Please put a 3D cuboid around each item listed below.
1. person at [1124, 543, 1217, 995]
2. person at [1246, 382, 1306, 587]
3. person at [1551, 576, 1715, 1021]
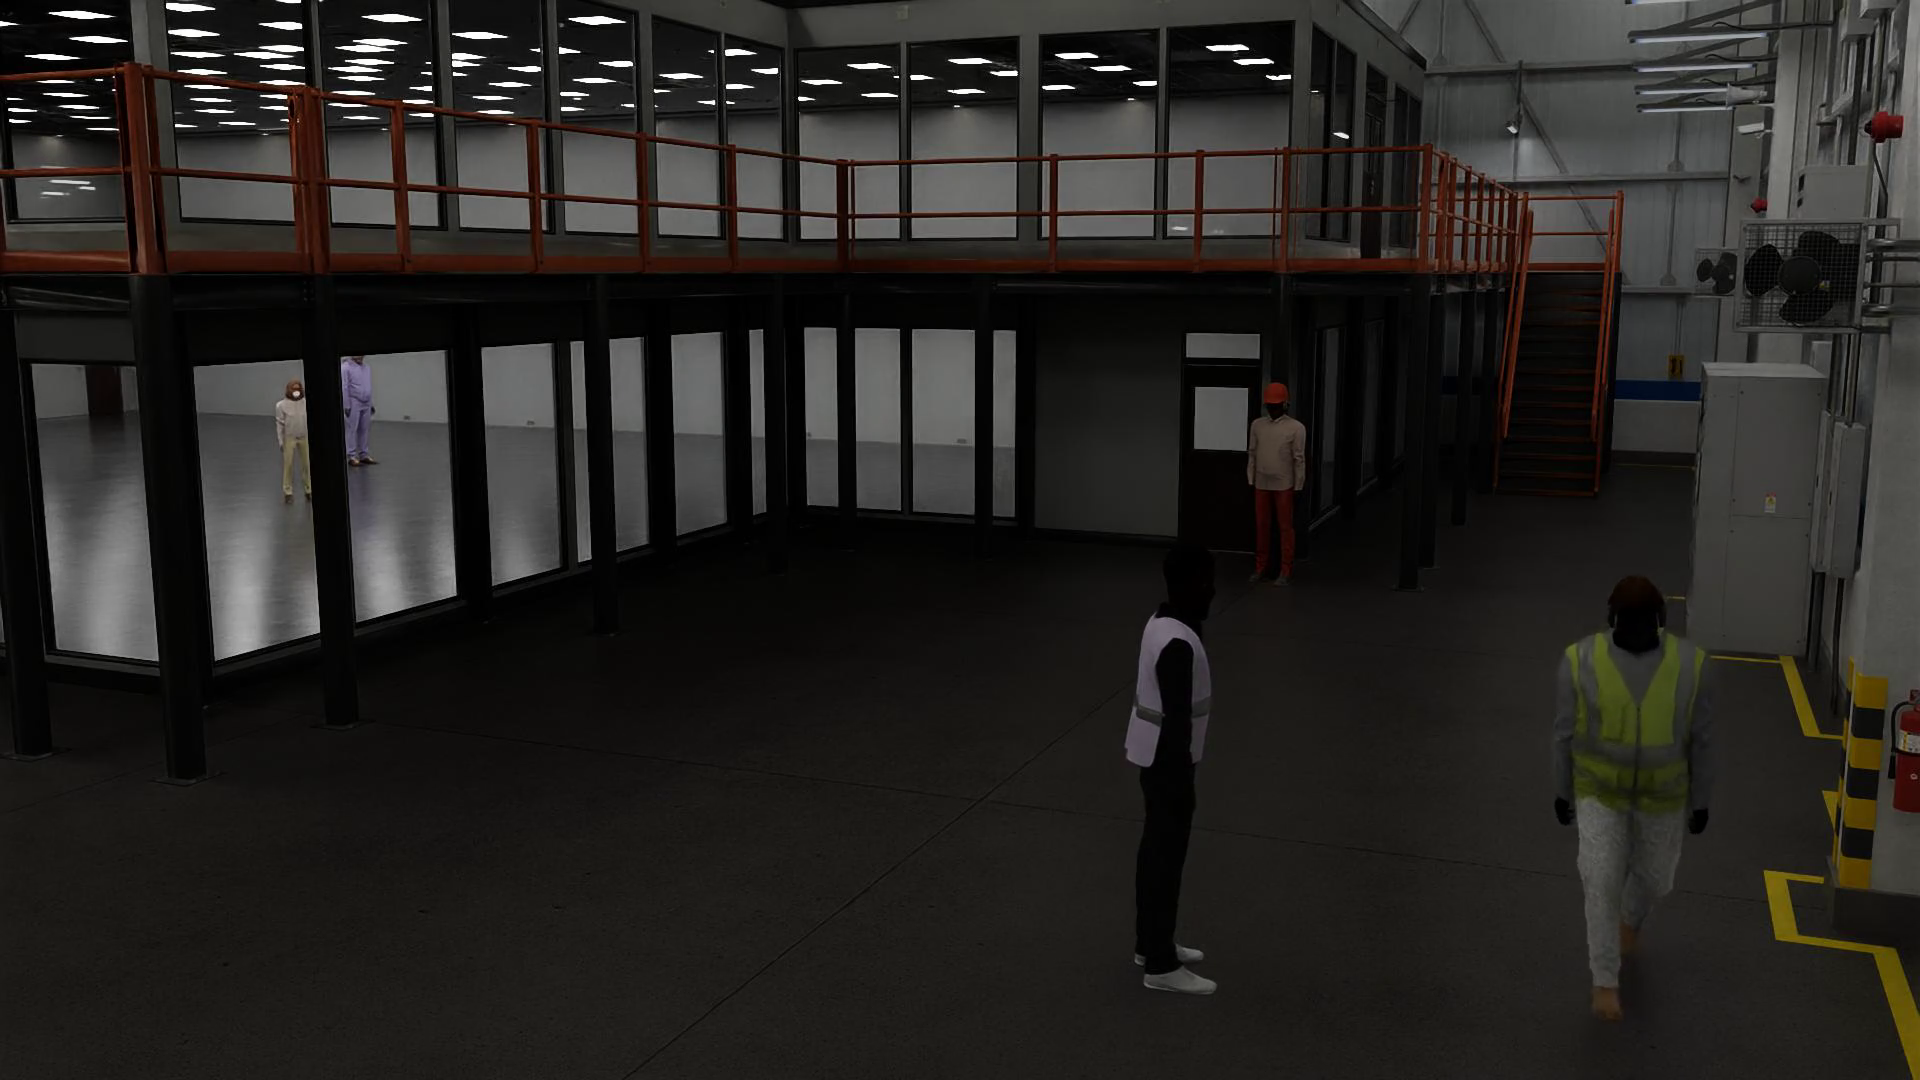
[{"bbox_3d":[0.904,0.958,7.127,0.399,1.916,0.590,0,9,2],"label":"person"},{"bbox_3d":[3.051,-0.537,16.146,0.612,1.986,0.407,8,12,40],"label":"person"},{"bbox_3d":[2.806,1.029,6.989,0.633,1.817,0.751,3,10,15],"label":"person"}]
